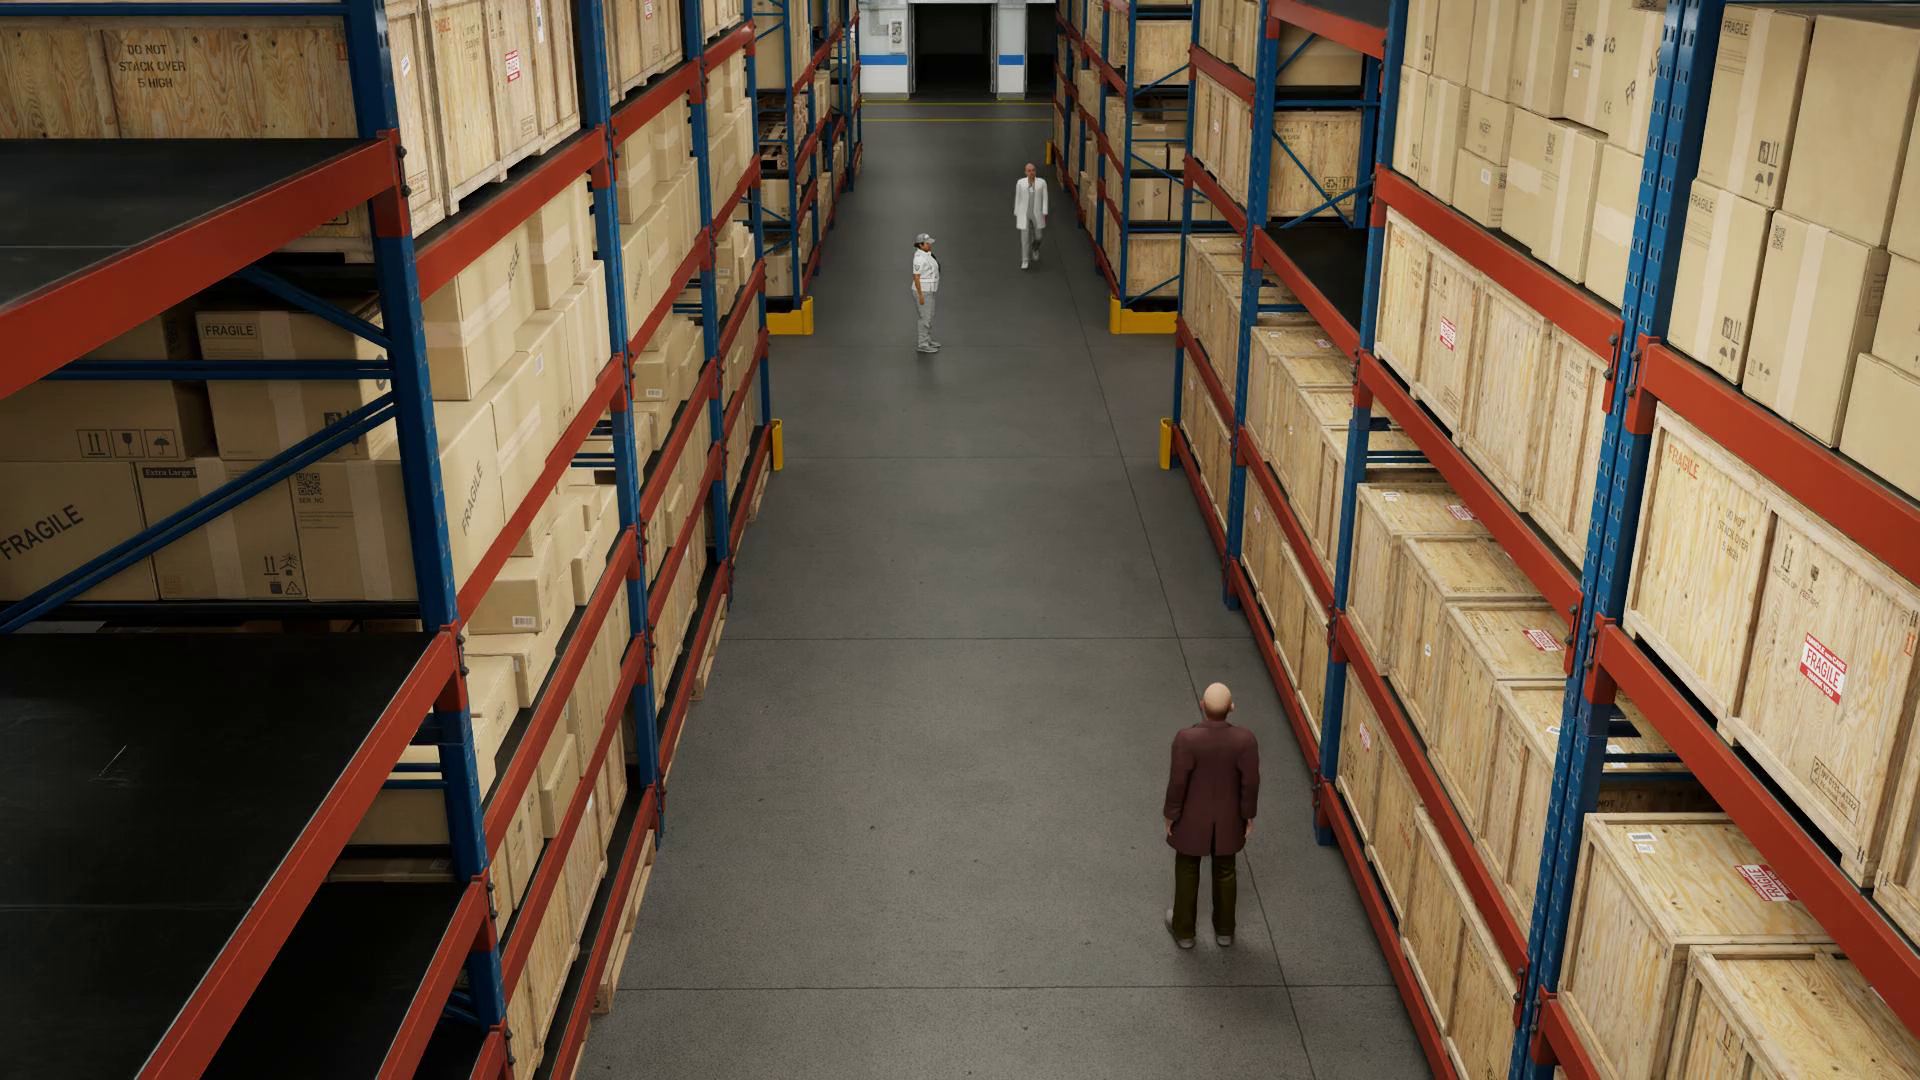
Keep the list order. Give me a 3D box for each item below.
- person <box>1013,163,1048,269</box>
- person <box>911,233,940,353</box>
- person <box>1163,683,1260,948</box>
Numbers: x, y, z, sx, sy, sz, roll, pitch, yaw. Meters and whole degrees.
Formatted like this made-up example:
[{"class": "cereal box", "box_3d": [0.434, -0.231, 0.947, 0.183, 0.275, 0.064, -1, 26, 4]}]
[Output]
[{"class": "person", "box_3d": [1.222, -5.621, 28.718, 0.603, 1.772, 0.721, 0, 22, 1]}, {"class": "person", "box_3d": [-0.486, -3.516, 23.571, 0.391, 1.664, 0.468, 3, 22, 7]}, {"class": "person", "box_3d": [1.524, 1.666, 10.262, 0.573, 1.782, 0.394, -1, 22, -4]}]
